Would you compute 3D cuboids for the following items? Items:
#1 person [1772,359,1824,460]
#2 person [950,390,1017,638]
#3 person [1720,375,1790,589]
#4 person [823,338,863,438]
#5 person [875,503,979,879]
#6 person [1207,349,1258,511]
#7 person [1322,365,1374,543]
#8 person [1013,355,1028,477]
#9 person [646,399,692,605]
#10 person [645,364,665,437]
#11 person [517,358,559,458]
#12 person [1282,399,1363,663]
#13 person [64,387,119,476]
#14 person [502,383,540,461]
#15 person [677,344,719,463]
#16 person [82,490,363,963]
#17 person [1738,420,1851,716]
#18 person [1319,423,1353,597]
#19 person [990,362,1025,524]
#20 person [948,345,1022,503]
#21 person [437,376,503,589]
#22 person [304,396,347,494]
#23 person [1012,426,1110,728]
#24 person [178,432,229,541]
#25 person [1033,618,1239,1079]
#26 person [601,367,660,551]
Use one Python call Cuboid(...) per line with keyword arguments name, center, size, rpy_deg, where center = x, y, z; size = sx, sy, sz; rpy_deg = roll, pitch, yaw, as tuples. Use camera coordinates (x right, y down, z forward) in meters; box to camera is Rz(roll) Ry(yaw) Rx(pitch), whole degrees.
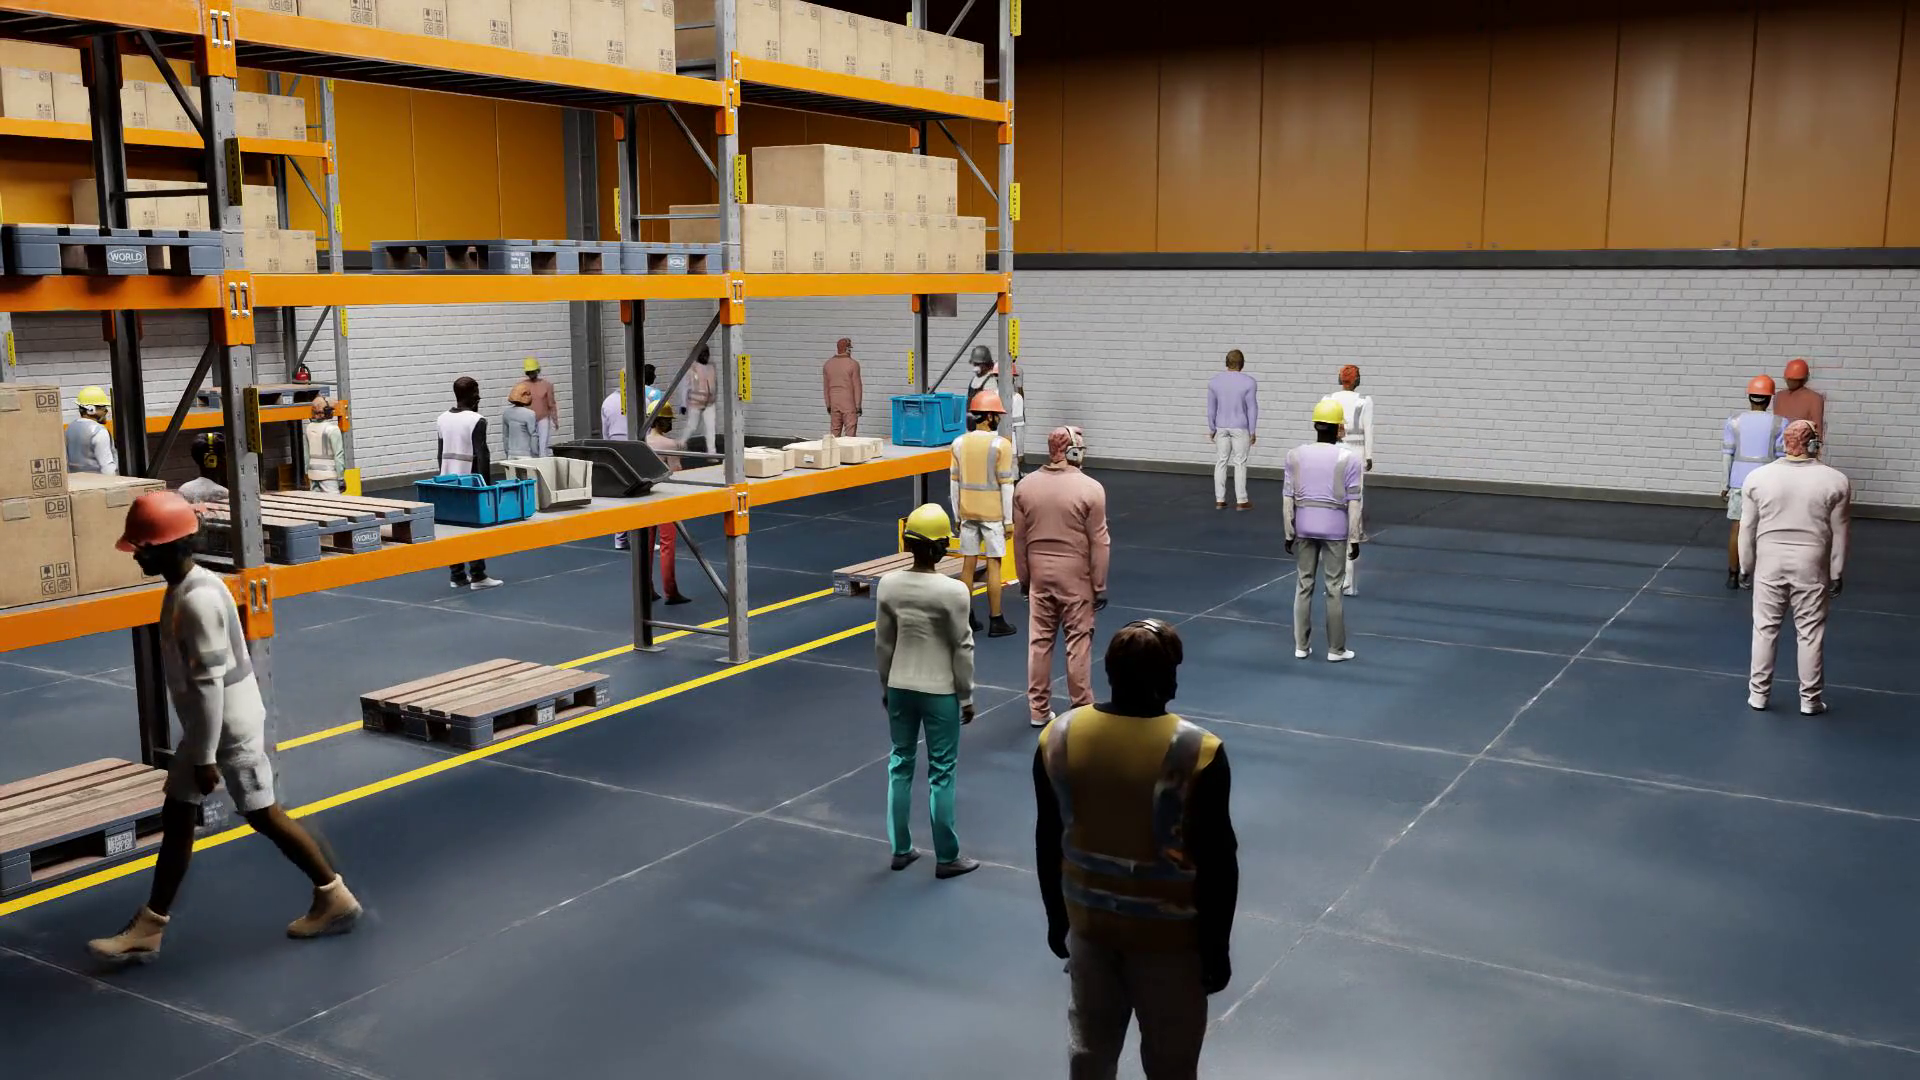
Cuboid(name="person", center=(9.011, -0.983, 17.911), size=(1.054, 1.933, 0.660), rpy_deg=(-5, 11, -31))
Cuboid(name="person", center=(0.190, -0.204, 13.032), size=(0.546, 1.934, 0.376), rpy_deg=(6, 11, 32))
Cuboid(name="person", center=(7.119, -0.509, 14.914), size=(0.546, 1.939, 0.375), rpy_deg=(6, 11, 32))
Cuboid(name="person", center=(-1.673, -1.979, 24.192), size=(0.643, 1.910, 0.400), rpy_deg=(6, 11, 32))
Cuboid(name="person", center=(-0.157, 0.707, 7.859), size=(0.525, 1.769, 0.327), rpy_deg=(6, 11, 32))
Cuboid(name="person", center=(3.273, -1.320, 19.976), size=(0.629, 1.940, 0.379), rpy_deg=(6, 11, 32))
Cuboid(name="person", center=(4.083, -0.906, 17.570), size=(0.575, 1.883, 0.362), rpy_deg=(6, 11, 32))
Cuboid(name="person", center=(0.685, -1.806, 23.224), size=(0.521, 1.873, 0.336), rpy_deg=(6, 11, 32))
Cuboid(name="person", center=(-2.581, -0.325, 14.315), size=(0.525, 1.765, 0.329), rpy_deg=(6, 11, 32))
Cuboid(name="person", center=(-3.971, -1.388, 21.150), size=(0.535, 1.697, 0.322), rpy_deg=(6, 11, 32))
Cuboid(name="person", center=(-5.772, -1.640, 22.674), size=(0.571, 1.718, 0.839), rpy_deg=(-2, 9, -10))
Cuboid(name="person", center=(2.656, -0.067, 12.188), size=(0.588, 1.928, 0.384), rpy_deg=(6, 11, 32))
Cuboid(name="person", center=(-7.770, -0.462, 14.969), size=(0.591, 1.828, 0.404), rpy_deg=(6, 11, 32))
Cuboid(name="person", center=(-4.843, -0.917, 18.408), size=(0.500, 1.633, 0.286), rpy_deg=(6, 11, 32))
Cuboid(name="person", center=(-3.976, -2.085, 25.185), size=(0.636, 1.810, 0.853), rpy_deg=(-7, 12, -38))
Cuboid(name="person", center=(-3.060, 0.762, 6.872), size=(1.078, 1.981, 0.658), rpy_deg=(-7, 11, -35))
Cuboid(name="person", center=(5.371, 0.179, 10.737), size=(0.643, 1.905, 0.400), rpy_deg=(6, 11, 32))
Cuboid(name="person", center=(3.303, -0.293, 14.571), size=(0.394, 1.621, 0.519), rpy_deg=(6, 11, 35))
Cuboid(name="person", center=(0.461, -0.971, 17.819), size=(0.546, 1.934, 0.376), rpy_deg=(6, 11, 32))
Cuboid(name="person", center=(0.371, -1.424, 20.308), size=(1.046, 2.000, 0.721), rpy_deg=(-5, 11, -31))
Cuboid(name="person", center=(-4.464, -0.511, 15.005), size=(0.590, 1.916, 0.399), rpy_deg=(6, 11, 32))
Cuboid(name="person", center=(-6.241, -0.594, 16.374), size=(0.515, 1.641, 0.314), rpy_deg=(6, 11, 32))
Cuboid(name="person", center=(0.647, 0.244, 10.333), size=(0.643, 1.905, 0.400), rpy_deg=(6, 11, 32))
Cuboid(name="person", center=(-4.626, 0.262, 10.345), size=(0.521, 1.864, 0.336), rpy_deg=(6, 11, 32))
Cuboid(name="person", center=(0.529, 1.140, 4.923), size=(0.624, 1.845, 0.430), rpy_deg=(6, 11, 32))
Cuboid(name="person", center=(-3.348, -0.831, 17.024), size=(0.643, 1.910, 0.400), rpy_deg=(6, 11, 32))
